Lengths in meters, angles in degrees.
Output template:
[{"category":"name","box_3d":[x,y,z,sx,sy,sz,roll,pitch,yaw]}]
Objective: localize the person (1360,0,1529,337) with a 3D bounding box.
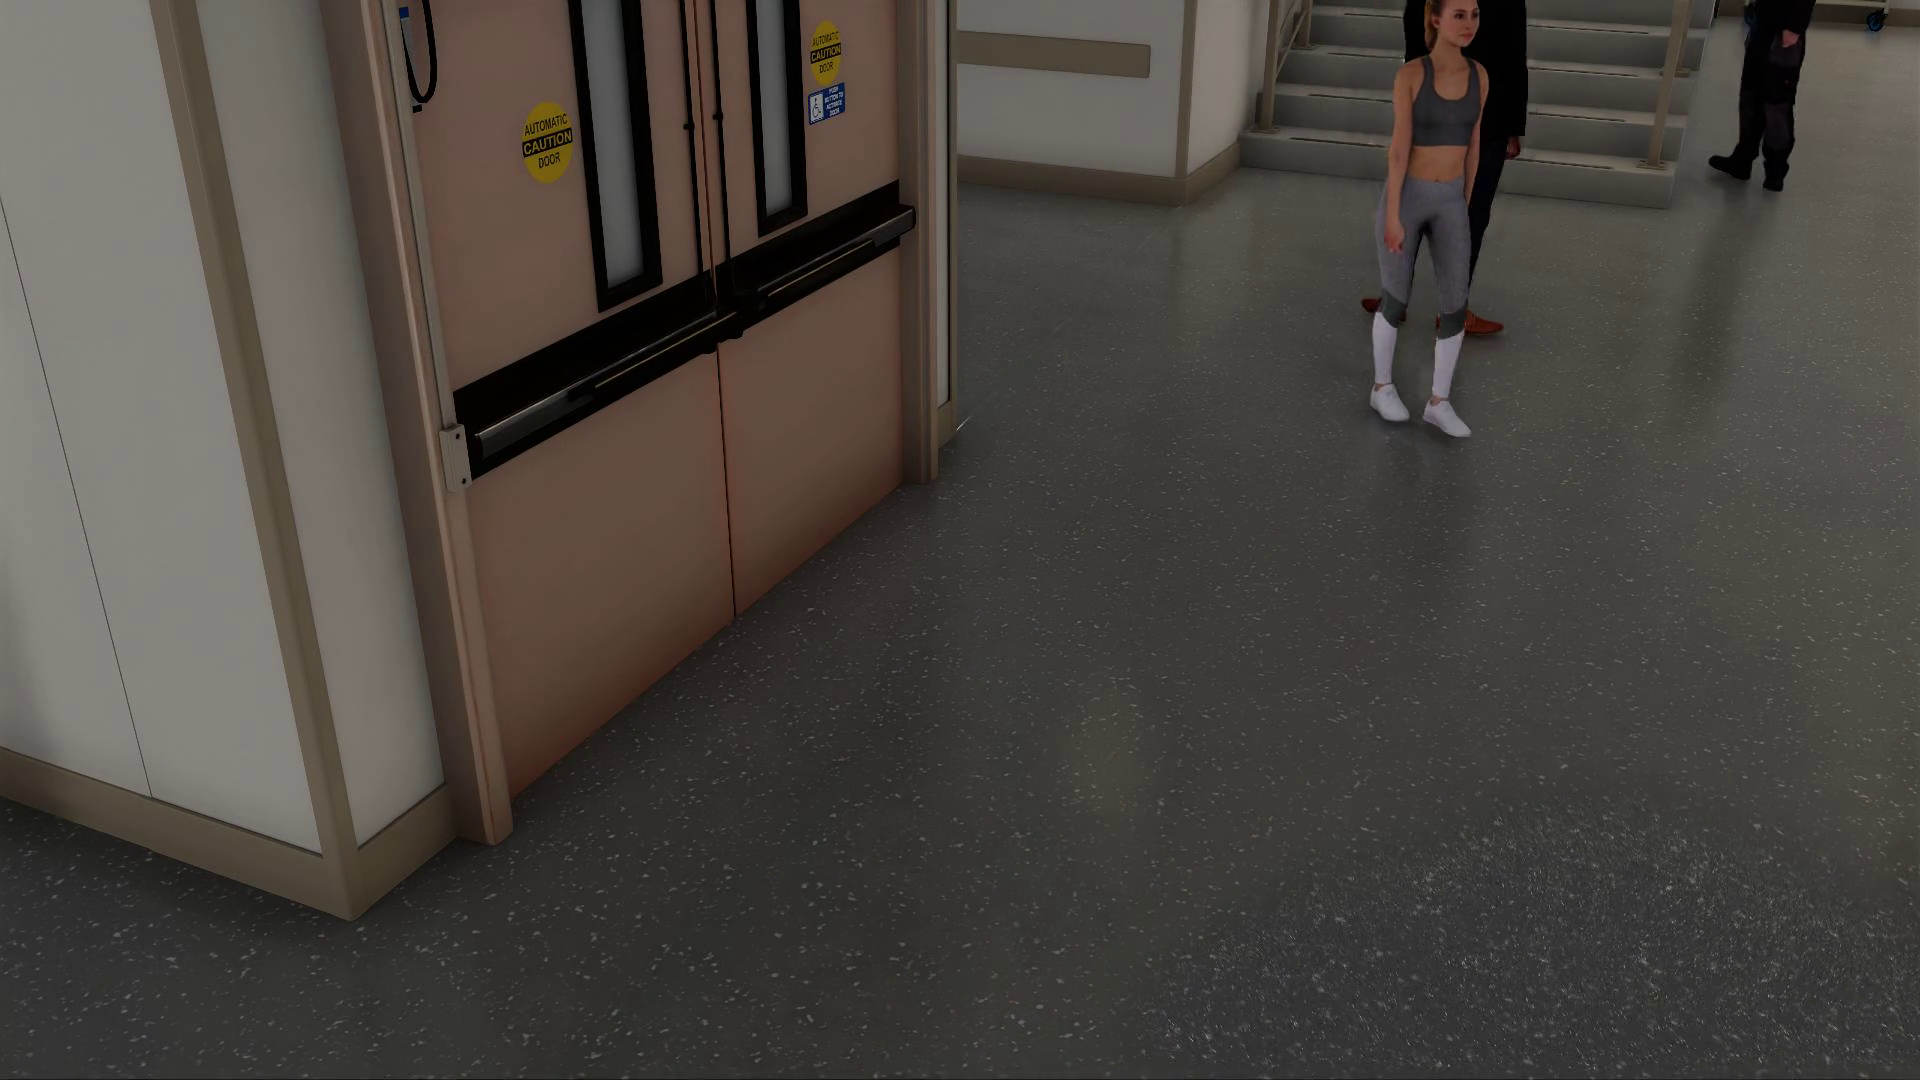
[{"category":"person","box_3d":[2.242,-1.788,7.355,0.722,1.787,0.882,-17,30,-31]}]

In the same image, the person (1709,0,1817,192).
[{"category":"person","box_3d":[4.863,-3.068,9.906,1.008,1.876,0.804,3,26,7]}]

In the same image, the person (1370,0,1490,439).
[{"category":"person","box_3d":[1.734,-1.268,6.393,0.792,1.687,0.883,-4,26,-8]}]
